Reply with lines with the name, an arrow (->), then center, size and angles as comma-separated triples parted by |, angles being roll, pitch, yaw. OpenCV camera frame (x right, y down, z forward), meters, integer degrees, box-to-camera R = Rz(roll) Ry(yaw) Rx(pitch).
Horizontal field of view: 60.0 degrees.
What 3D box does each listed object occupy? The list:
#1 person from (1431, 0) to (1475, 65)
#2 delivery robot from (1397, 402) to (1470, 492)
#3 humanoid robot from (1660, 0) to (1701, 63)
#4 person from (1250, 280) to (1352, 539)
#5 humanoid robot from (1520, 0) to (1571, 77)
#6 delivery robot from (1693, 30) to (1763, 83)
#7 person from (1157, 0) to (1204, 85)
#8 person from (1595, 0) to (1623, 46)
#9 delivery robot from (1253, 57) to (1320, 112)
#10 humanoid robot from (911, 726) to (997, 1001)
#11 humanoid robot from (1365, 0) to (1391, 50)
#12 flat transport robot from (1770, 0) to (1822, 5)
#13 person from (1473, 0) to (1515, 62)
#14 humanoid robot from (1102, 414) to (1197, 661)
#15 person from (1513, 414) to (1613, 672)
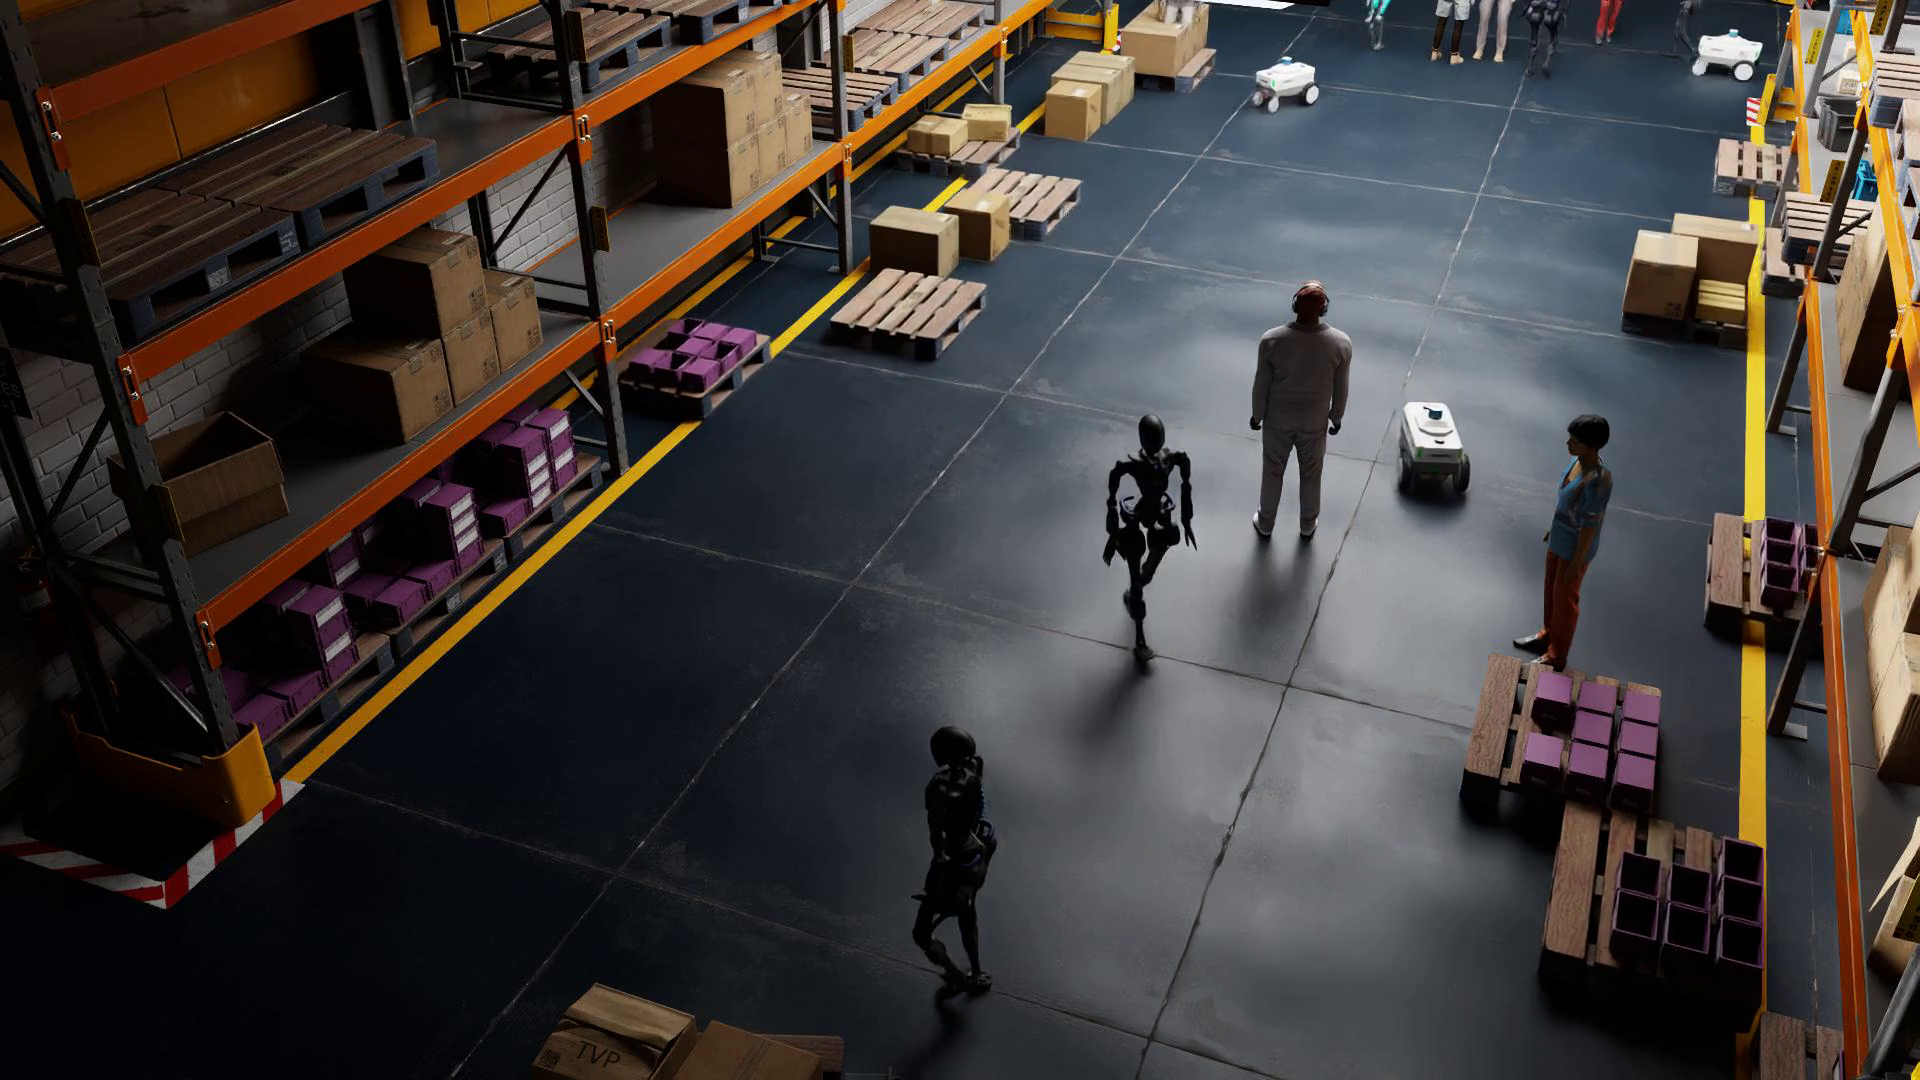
person -> 6.233, -6.838, 20.866 | 0.534, 1.693, 0.320 | 26, 41, 34
delivery robot -> 3.523, -0.724, 12.444 | 0.499, 0.589, 0.785 | 2, 33, 3
humanoid robot -> 9.215, -6.852, 20.904 | 0.498, 1.663, 0.585 | 8, 34, 12
person -> 2.320, -0.884, 11.453 | 0.649, 1.906, 0.405 | 2, 33, 3
humanoid robot -> 7.159, -6.505, 20.358 | 0.595, 1.657, 0.337 | 21, 39, 29
delivery robot -> 9.572, -6.020, 20.651 | 0.775, 0.601, 0.499 | 16, 36, 23
person -> 2.671, -6.488, 20.168 | 0.550, 1.872, 0.462 | 2, 33, 3
person -> 8.532, -7.279, 21.493 | 0.535, 1.739, 0.620 | 4, 33, 6
delivery robot -> 3.869, -5.415, 19.727 | 0.815, 0.614, 0.499 | -20, 38, -28
humanoid robot -> -0.021, 1.536, 7.912 | 0.343, 1.646, 0.608 | 13, 35, 19
humanoid robot -> 5.381, -7.088, 21.219 | 0.550, 1.802, 0.703 | 26, 41, 34
flat transport robot -> 12.119, -7.870, 23.771 | 1.431, 0.231, 0.659 | -25, 40, -33
person -> 6.762, -6.907, 20.912 | 0.480, 1.756, 0.390 | 12, 35, 18
humanoid robot -> 1.206, -0.075, 10.462 | 0.608, 1.619, 0.815 | -8, 34, -12
person -> 3.719, 0.026, 10.180 | 0.335, 1.759, 0.495 | 1, 33, 2
